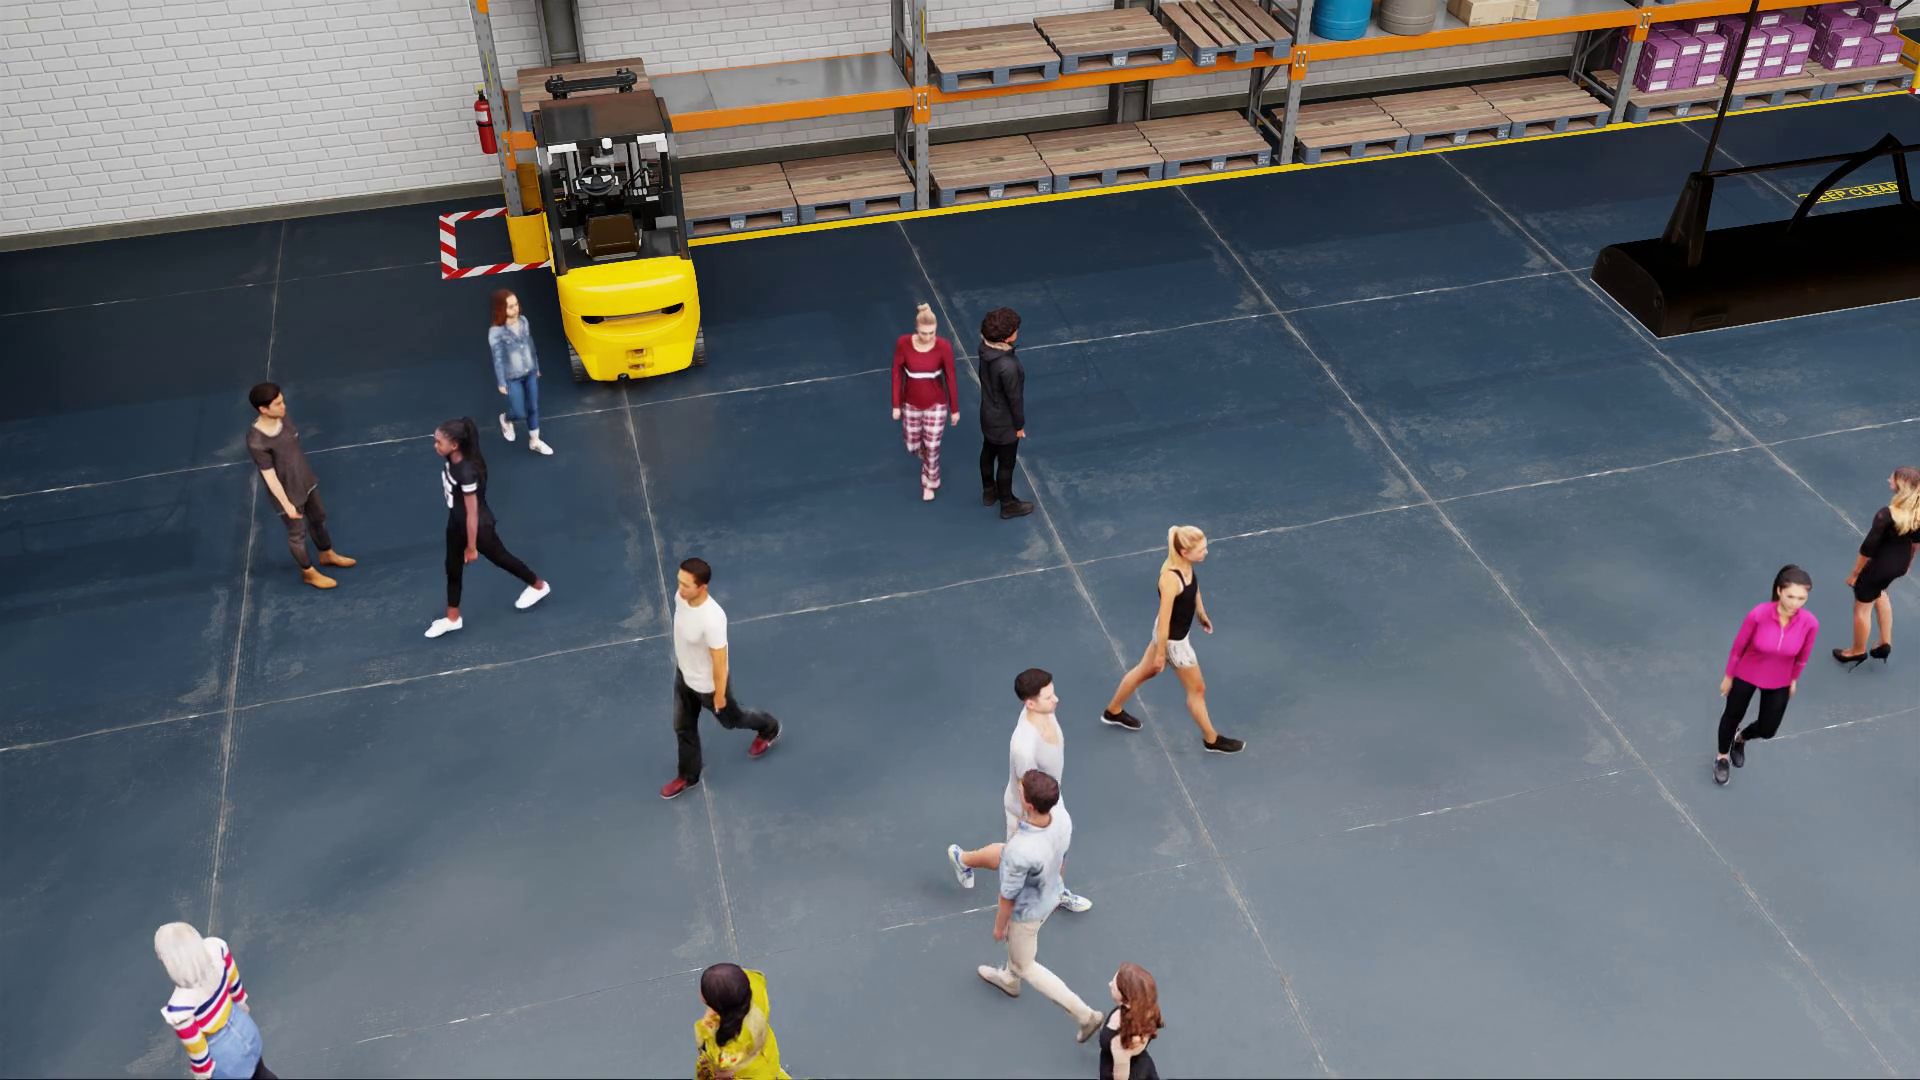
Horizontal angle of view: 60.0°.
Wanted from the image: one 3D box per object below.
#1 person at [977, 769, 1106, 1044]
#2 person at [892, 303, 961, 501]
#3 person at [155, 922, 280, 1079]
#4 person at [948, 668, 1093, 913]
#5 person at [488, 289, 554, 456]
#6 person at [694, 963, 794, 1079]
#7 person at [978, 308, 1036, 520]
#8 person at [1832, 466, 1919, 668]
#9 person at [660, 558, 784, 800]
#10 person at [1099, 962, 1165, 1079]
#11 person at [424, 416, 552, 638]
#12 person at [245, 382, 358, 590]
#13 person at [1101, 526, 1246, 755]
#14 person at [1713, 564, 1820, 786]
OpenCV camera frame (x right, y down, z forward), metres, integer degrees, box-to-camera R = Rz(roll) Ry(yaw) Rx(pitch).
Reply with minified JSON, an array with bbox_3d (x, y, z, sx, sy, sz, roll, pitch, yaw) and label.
[{"bbox_3d":[0.450,1.976,8.827,1.140,1.820,1.087,22,43,25],"label":"person"},{"bbox_3d":[-0.273,-1.101,12.781,0.805,1.693,0.860,1,39,1],"label":"person"},{"bbox_3d":[-3.617,2.483,8.201,0.645,1.809,0.714,4,39,5],"label":"person"},{"bbox_3d":[0.330,1.450,9.473,1.219,1.835,1.078,12,40,15],"label":"person"},{"bbox_3d":[-3.571,-1.345,13.266,0.849,1.470,0.800,24,44,27],"label":"person"},{"bbox_3d":[-0.979,2.624,8.164,1.005,1.645,0.918,9,40,11],"label":"person"},{"bbox_3d":[0.309,-0.950,12.522,0.700,1.781,0.692,-21,43,-24],"label":"person"},{"bbox_3d":[6.217,0.217,11.157,0.578,1.660,0.702,-8,39,-10],"label":"person"},{"bbox_3d":[-1.501,0.809,10.338,1.240,1.769,0.998,-30,47,-32],"label":"person"},{"bbox_3d":[0.893,2.669,8.054,1.222,1.701,1.059,14,41,16],"label":"person"},{"bbox_3d":[-3.291,-0.108,11.545,1.243,1.684,0.904,-23,44,-26],"label":"person"},{"bbox_3d":[-4.821,-0.397,11.885,0.760,1.712,0.741,9,39,11],"label":"person"},{"bbox_3d":[1.268,0.596,10.581,1.270,1.788,1.023,10,40,12],"label":"person"},{"bbox_3d":[5.000,0.807,10.400,0.723,1.693,0.792,11,40,13],"label":"person"}]
